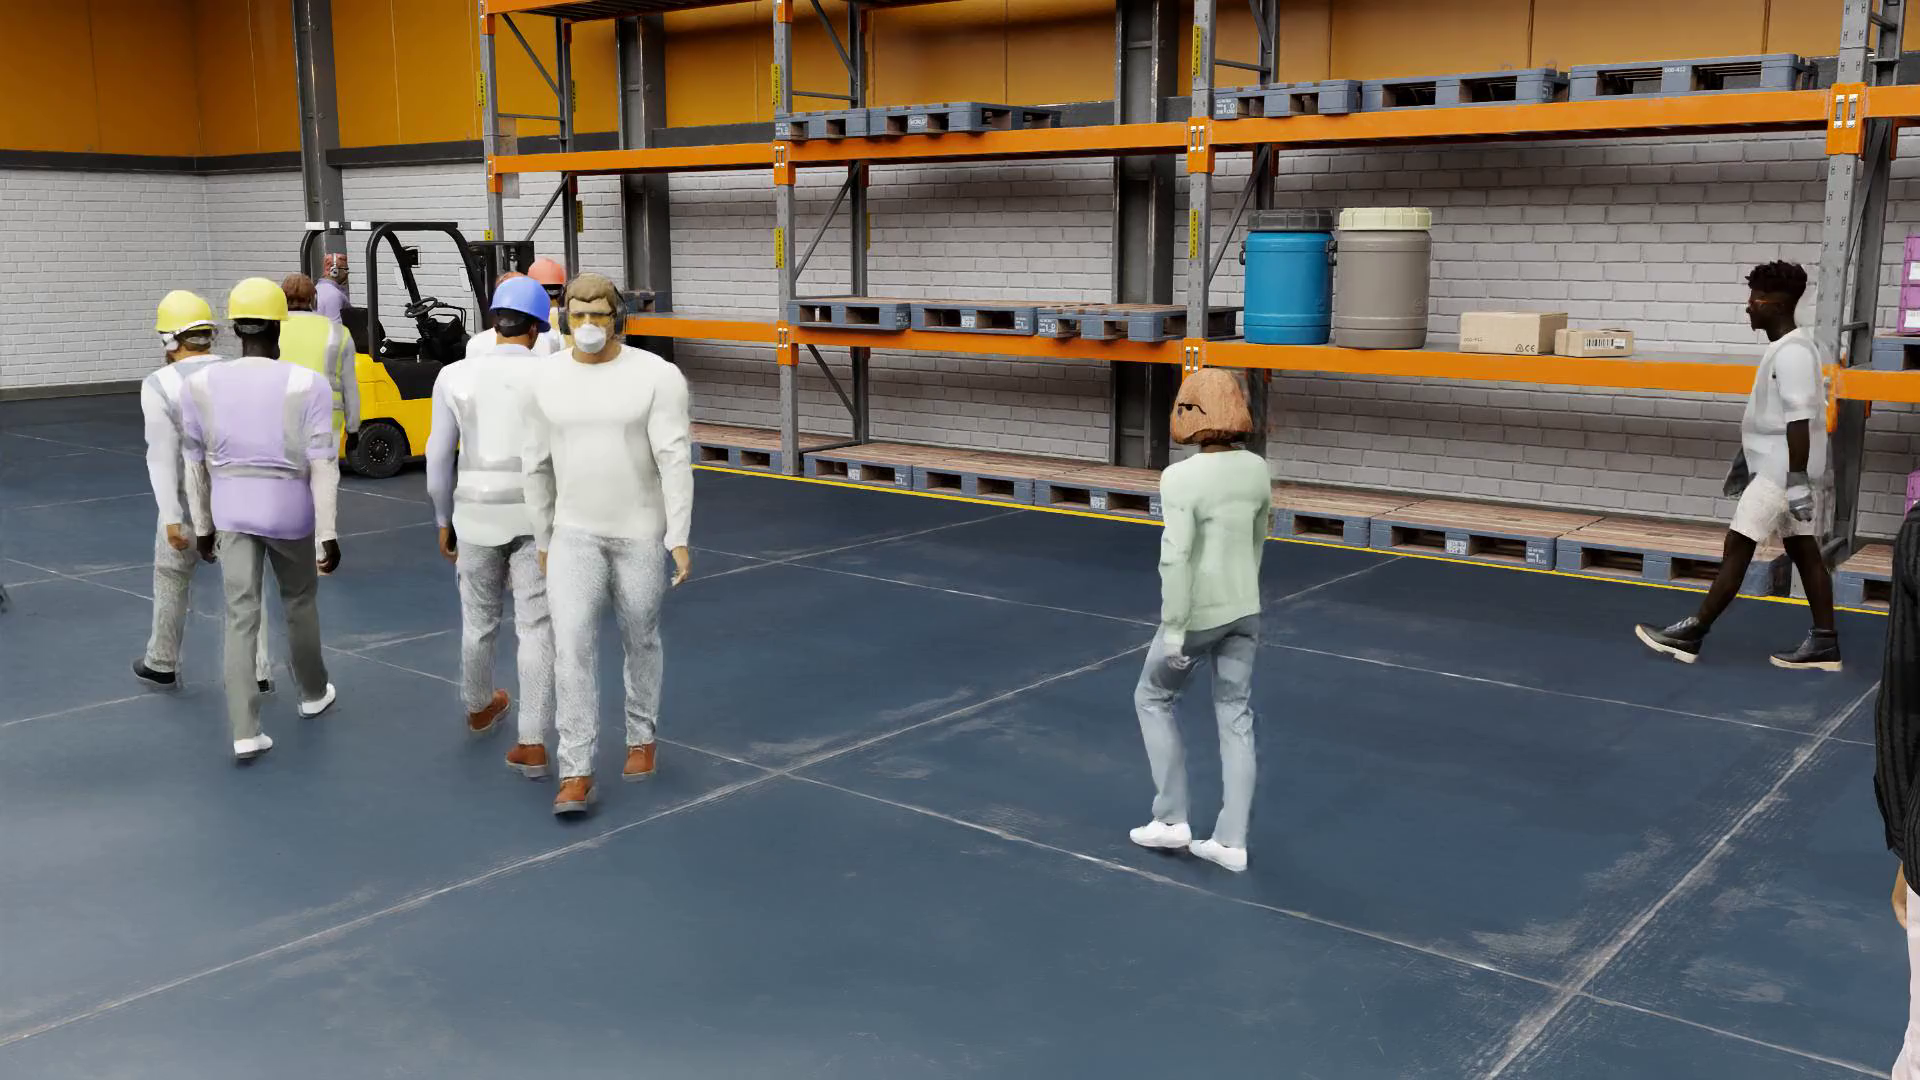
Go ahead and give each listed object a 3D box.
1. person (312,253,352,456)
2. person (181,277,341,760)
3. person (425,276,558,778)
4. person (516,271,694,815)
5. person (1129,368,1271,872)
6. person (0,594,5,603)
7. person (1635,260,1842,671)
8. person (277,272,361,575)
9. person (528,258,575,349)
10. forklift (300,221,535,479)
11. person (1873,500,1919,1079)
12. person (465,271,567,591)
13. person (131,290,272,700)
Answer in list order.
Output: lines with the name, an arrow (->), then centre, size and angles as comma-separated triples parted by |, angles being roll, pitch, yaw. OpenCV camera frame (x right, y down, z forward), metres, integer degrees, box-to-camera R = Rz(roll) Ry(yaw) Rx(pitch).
person -> -5.846, -1.737, 15.660 | 0.403, 1.900, 0.647 | -6, 12, -31
person -> -2.796, -0.109, 6.698 | 0.602, 1.876, 0.978 | -1, 10, -7
person -> -1.741, -0.070, 6.471 | 0.626, 1.884, 0.899 | -2, 10, -10
person -> -1.272, 0.011, 5.954 | 0.649, 1.905, 0.901 | 0, 10, -2
person -> 0.771, 0.250, 5.414 | 0.516, 1.609, 0.564 | -7, 12, -35
person -> -5.686, -0.537, 9.095 | 1.002, 1.889, 0.543 | 2, 10, 11
person -> 3.760, -0.345, 7.857 | 0.960, 1.917, 0.620 | 5, 11, 27
person -> -3.936, -0.685, 10.006 | 0.659, 1.828, 0.435 | -5, 11, -25
person -> -2.652, -0.840, 10.658 | 0.577, 1.898, 0.942 | -9, 14, -42
forklift -> -4.922, -1.741, 14.854 | 1.214, 2.155, 2.313 | 8, 13, 38
person -> 1.742, 0.560, 2.657 | 0.380, 1.995, 0.611 | -3, 11, -19
person -> -2.407, -0.522, 9.027 | 0.578, 1.862, 0.735 | -9, 14, -41
person -> -3.400, -0.195, 7.386 | 0.852, 1.797, 0.600 | 7, 12, 35
